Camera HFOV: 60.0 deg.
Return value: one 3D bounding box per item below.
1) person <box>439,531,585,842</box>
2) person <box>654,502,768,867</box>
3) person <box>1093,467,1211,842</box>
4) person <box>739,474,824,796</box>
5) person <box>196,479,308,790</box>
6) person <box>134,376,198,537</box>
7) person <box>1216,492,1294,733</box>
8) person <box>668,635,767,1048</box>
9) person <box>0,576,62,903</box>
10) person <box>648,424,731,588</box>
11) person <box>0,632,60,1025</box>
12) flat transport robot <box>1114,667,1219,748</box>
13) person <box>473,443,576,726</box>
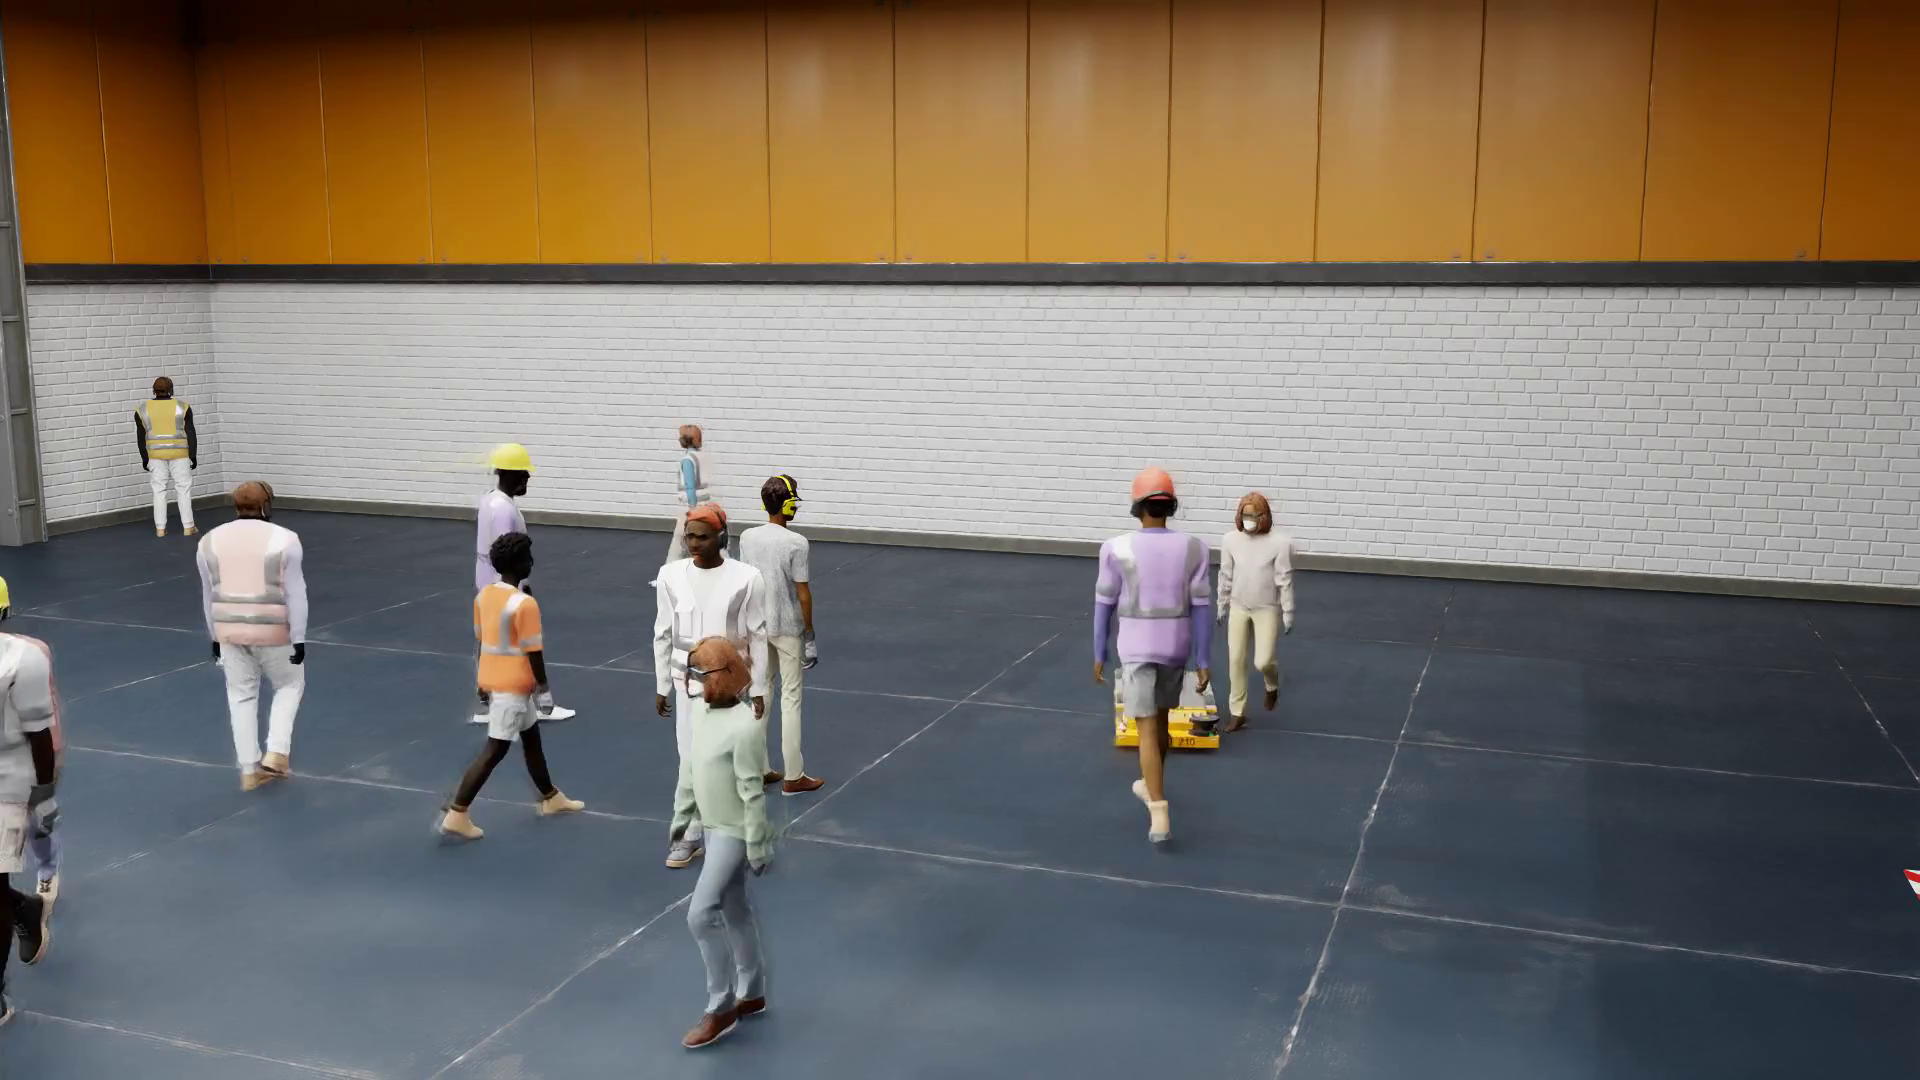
[{"bbox_3d":[-2.454,0.805,8.960,0.883,1.617,0.538,-8,12,-39],"label":"person"},{"bbox_3d":[-1.268,0.742,8.448,0.583,1.882,0.338,1,9,8],"label":"person"},{"bbox_3d":[1.050,0.608,9.044,0.618,1.989,1.043,-2,9,-9],"label":"person"},{"bbox_3d":[-1.056,0.552,9.693,0.535,1.864,0.309,5,11,31],"label":"person"},{"bbox_3d":[-4.123,0.559,9.766,0.638,1.824,0.438,0,9,-1],"label":"person"},{"bbox_3d":[-9.097,-0.956,19.121,0.627,1.844,0.429,-3,10,-17],"label":"person"},{"bbox_3d":[1.972,0.464,10.978,0.556,1.613,0.492,6,11,32],"label":"person"},{"bbox_3d":[-1.001,1.178,6.590,0.558,1.618,0.504,-5,10,-29],"label":"person"},{"bbox_3d":[-4.383,0.961,7.612,0.522,1.723,0.915,-3,10,-16],"label":"person"},{"bbox_3d":[-2.525,-0.310,15.867,0.882,1.592,0.529,2,9,11],"label":"person"},{"bbox_3d":[-3.962,0.984,6.785,0.627,1.941,0.793,0,9,2],"label":"person"},{"bbox_3d":[1.369,1.107,11.177,0.652,0.197,1.431,1,9,5],"label":"flat transport robot"},{"bbox_3d":[-2.943,0.297,11.148,0.782,1.897,0.606,-5,10,-26],"label":"person"}]
